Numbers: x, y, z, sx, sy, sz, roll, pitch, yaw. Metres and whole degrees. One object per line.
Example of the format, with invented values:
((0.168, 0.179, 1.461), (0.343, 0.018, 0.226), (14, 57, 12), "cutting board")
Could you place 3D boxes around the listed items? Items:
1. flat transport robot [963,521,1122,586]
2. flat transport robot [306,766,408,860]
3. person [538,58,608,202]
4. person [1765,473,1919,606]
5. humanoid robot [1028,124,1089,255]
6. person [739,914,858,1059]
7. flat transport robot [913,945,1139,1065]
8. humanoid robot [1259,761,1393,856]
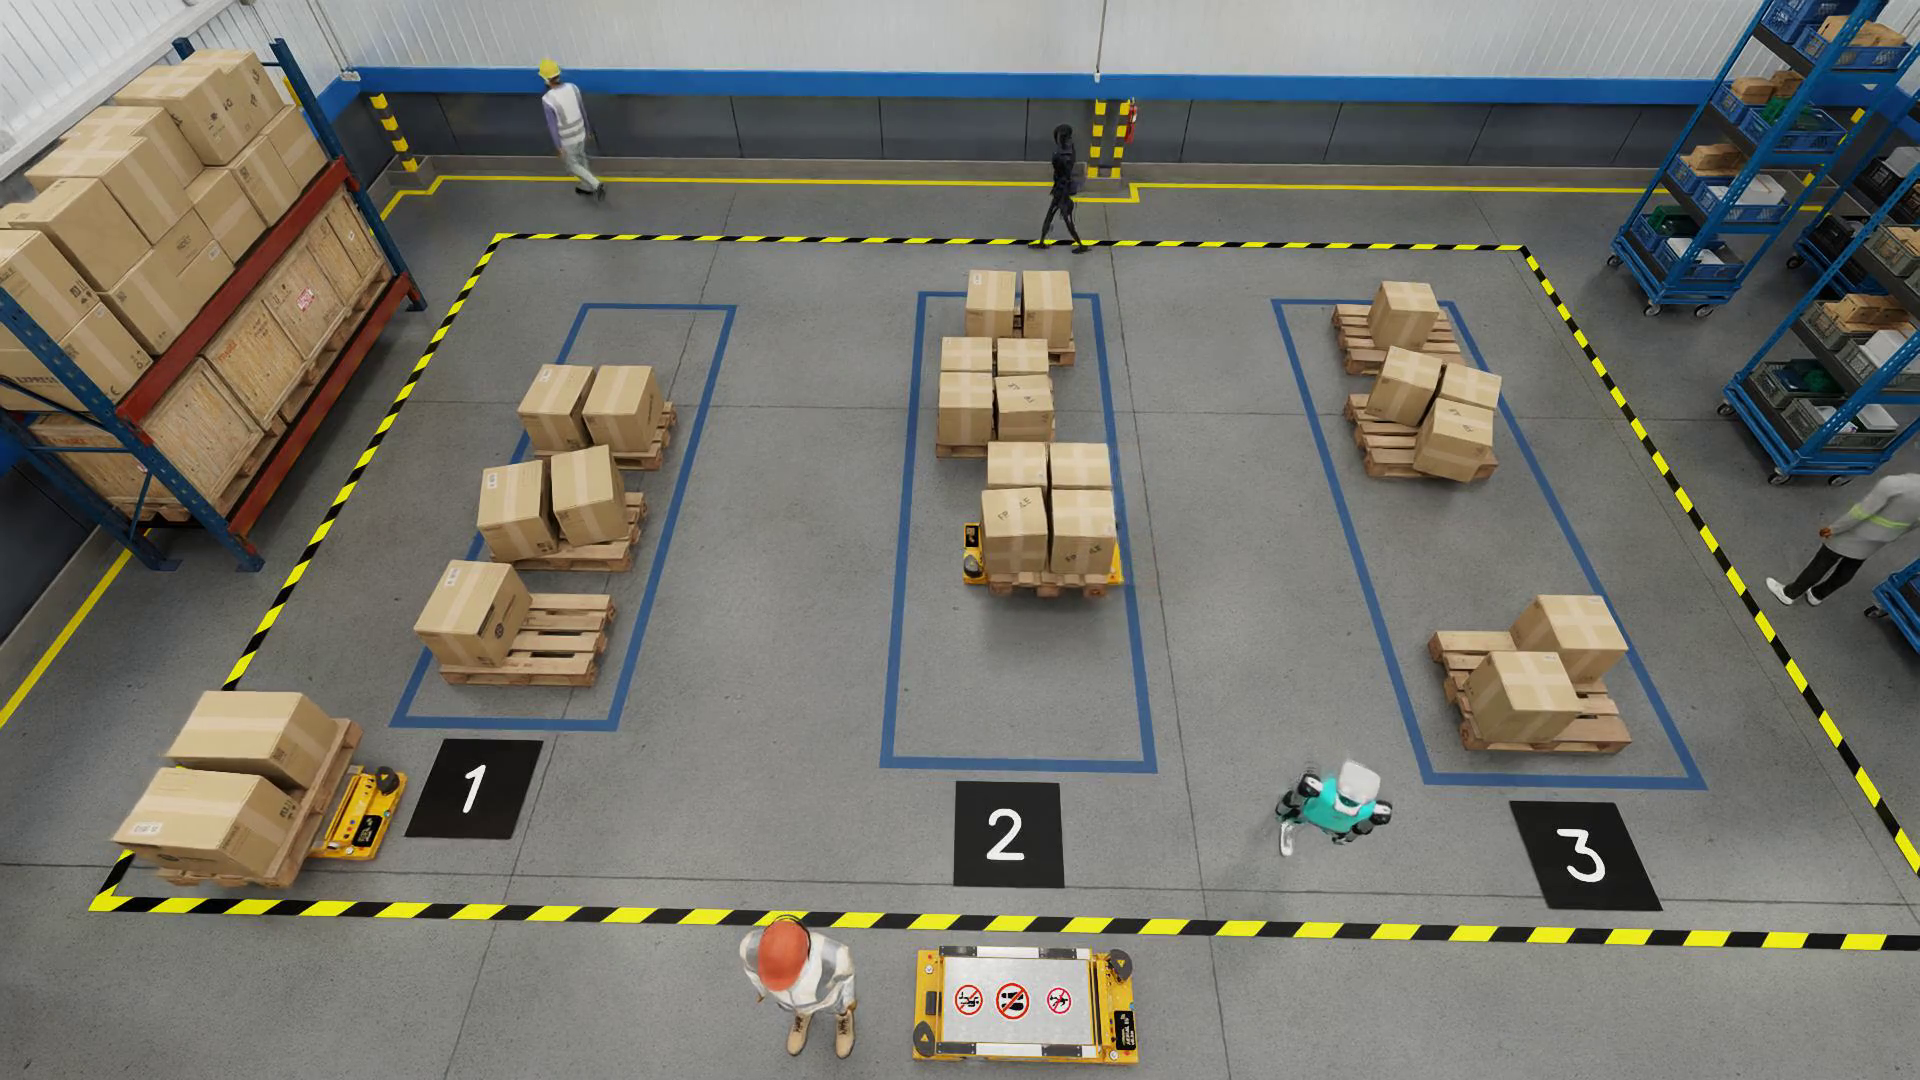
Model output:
((0.748, 0.091, 8.394), (1.431, 0.197, 0.652), (1, 51, 1), "flat transport robot")
((-4.985, 2.014, 6.826), (1.431, 0.197, 0.652), (1, 51, 1), "flat transport robot")
((-4.945, -5.186, 11.715), (0.605, 1.811, 0.601), (19, 53, 15), "person")
((7.476, -0.112, 7.556), (0.591, 1.851, 0.400), (5, 51, 4), "person")
((1.266, -4.182, 11.021), (0.744, 1.641, 0.610), (-7, 51, -6), "humanoid robot")
((-0.887, 2.583, 5.238), (0.612, 2.041, 0.376), (4, 51, 3), "person")
((0.422, 3.041, 6.007), (1.431, 0.231, 0.659), (1, 51, 1), "flat transport robot")
((2.406, 1.753, 6.139), (0.543, 1.815, 0.818), (19, 53, 15), "humanoid robot")
